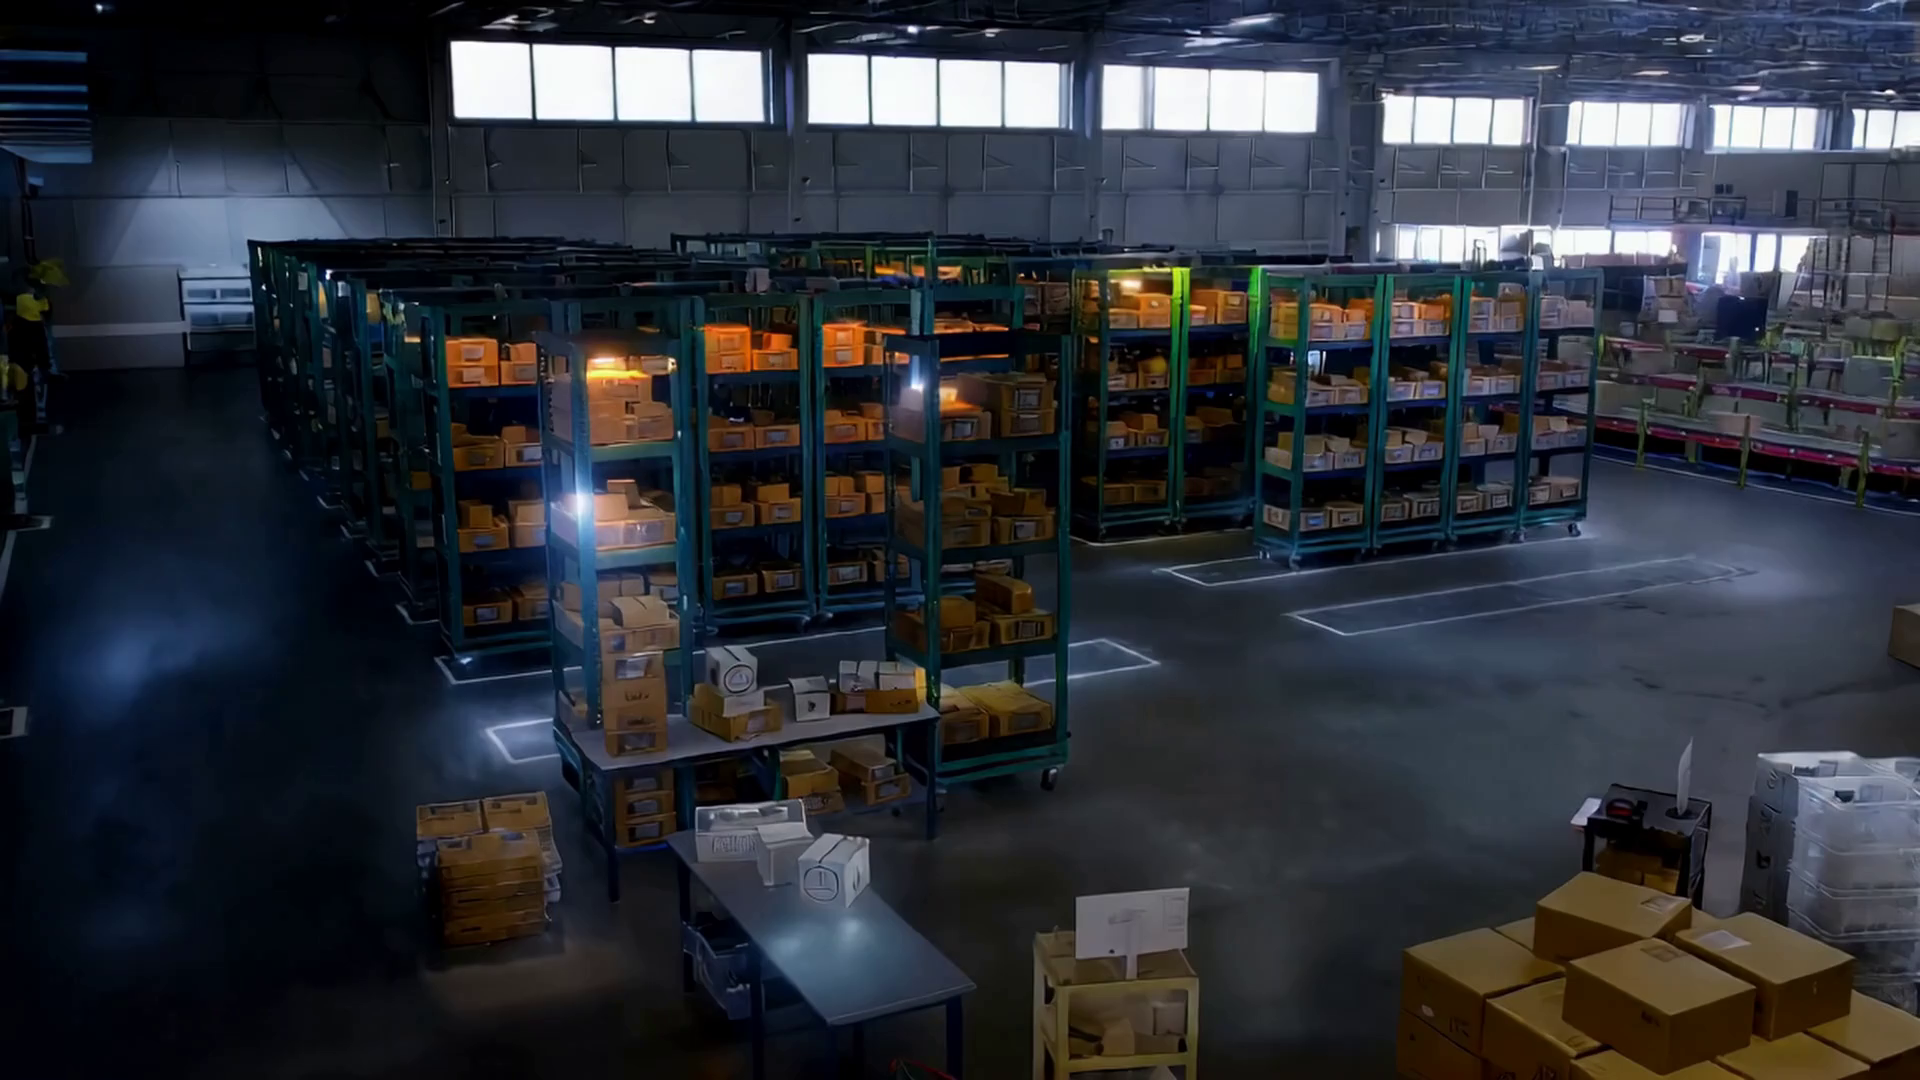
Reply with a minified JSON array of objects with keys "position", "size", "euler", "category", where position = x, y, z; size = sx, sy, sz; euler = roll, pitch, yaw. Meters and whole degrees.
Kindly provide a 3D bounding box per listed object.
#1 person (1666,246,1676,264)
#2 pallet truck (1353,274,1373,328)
[{"position":[32.934,-12.681,77.168],"size":[0.579,1.882,0.342],"euler":[-6,14,-27],"category":"person"},{"position":[13.011,-8.050,55.243],"size":[0.823,1.965,1.885],"euler":[-7,14,-28],"category":"pallet truck"}]
